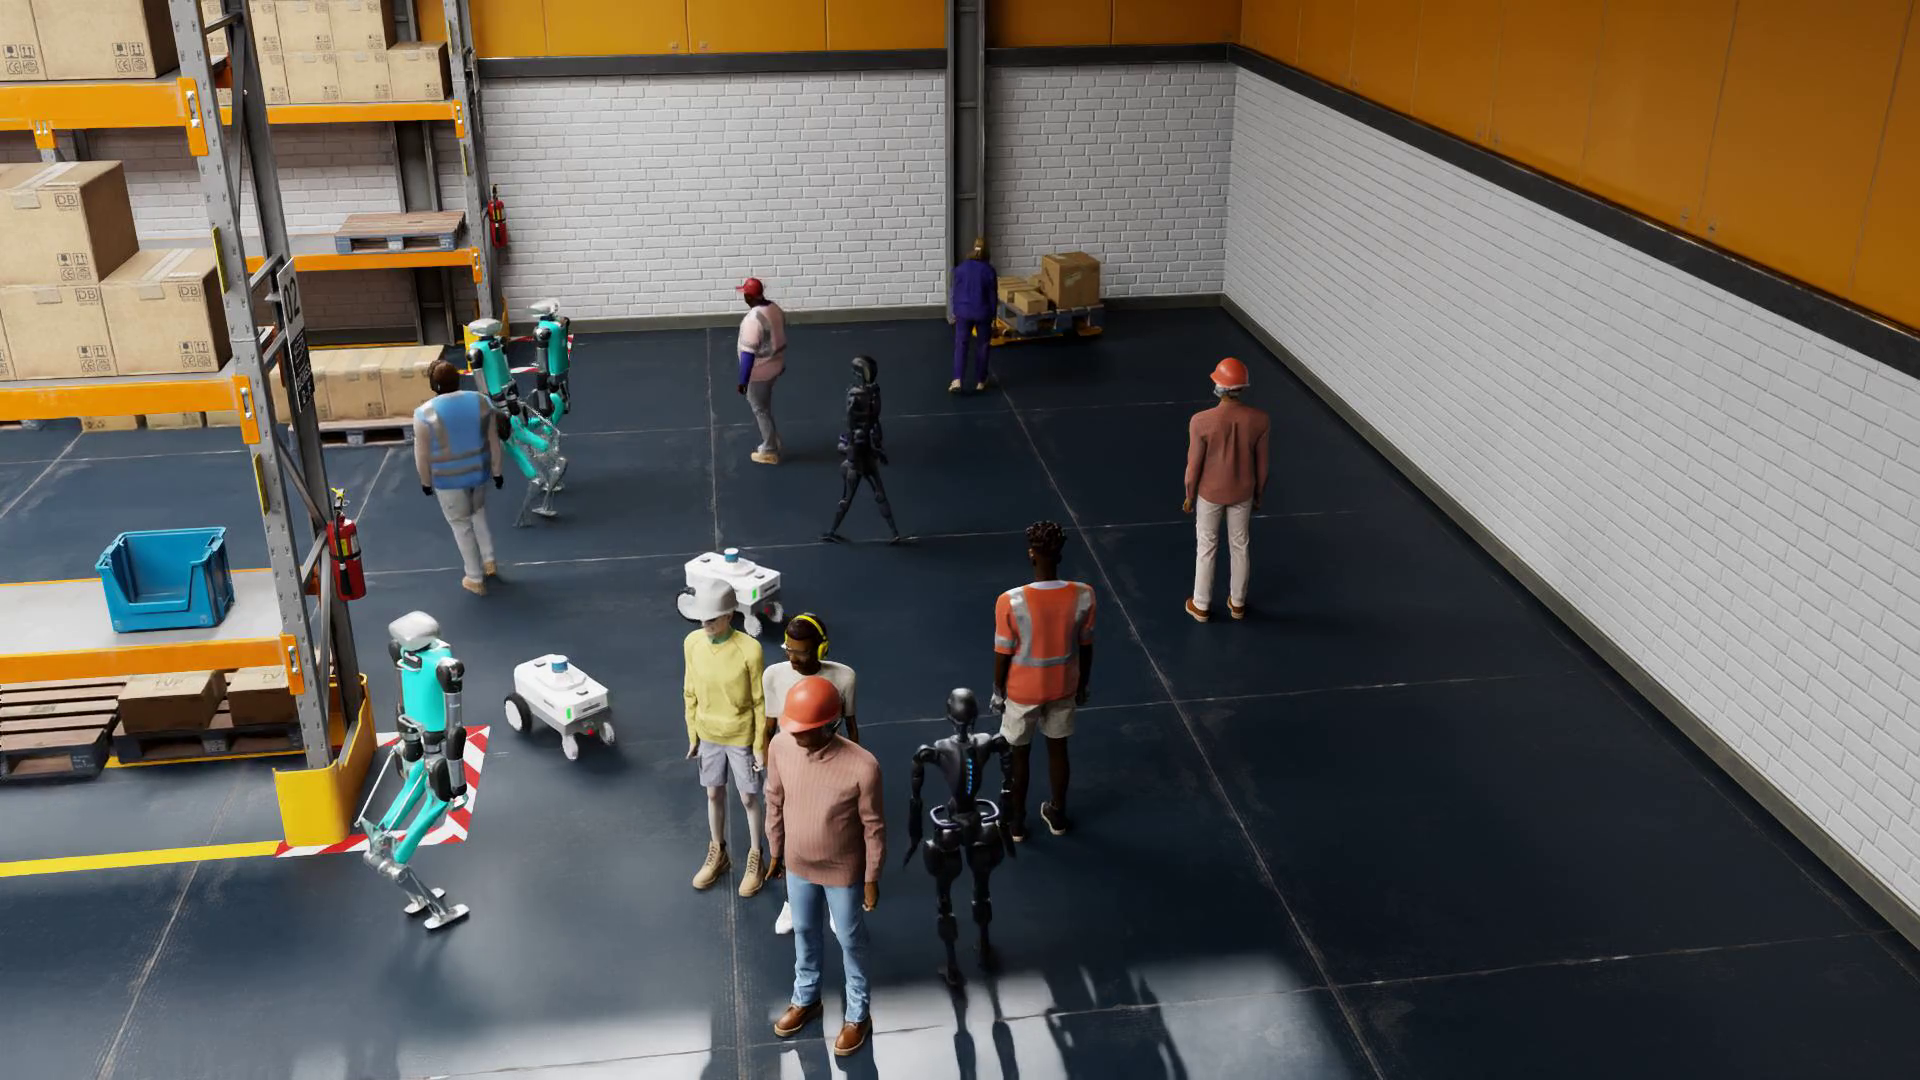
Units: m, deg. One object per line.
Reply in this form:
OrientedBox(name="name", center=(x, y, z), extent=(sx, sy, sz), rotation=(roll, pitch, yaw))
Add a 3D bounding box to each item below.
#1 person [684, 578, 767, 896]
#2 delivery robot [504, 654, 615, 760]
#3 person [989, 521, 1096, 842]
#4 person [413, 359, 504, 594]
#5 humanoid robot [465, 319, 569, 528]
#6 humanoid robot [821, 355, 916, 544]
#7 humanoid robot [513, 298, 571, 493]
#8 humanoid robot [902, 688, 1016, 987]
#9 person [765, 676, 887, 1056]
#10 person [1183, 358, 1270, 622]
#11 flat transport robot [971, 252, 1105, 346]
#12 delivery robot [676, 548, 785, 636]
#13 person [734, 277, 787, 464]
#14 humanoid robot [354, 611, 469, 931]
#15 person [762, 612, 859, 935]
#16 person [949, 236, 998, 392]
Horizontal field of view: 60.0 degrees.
OrientedBox(name="person", center=(-1.255, 1.054, 8.981), extent=(0.477, 1.889, 0.399), rotation=(7, 25, 16))
OrientedBox(name="delivery robot", center=(-2.567, 1.028, 10.712), extent=(0.499, 0.606, 0.805), rotation=(-21, 31, -39))
OrientedBox(name="person", center=(0.464, 0.815, 9.453), extent=(0.614, 1.951, 0.385), rotation=(-8, 25, -18))
OrientedBox(name="person", center=(-3.786, -0.478, 12.553), extent=(0.628, 1.822, 0.512), rotation=(-22, 32, -40))
OrientedBox(name="humanoid robot", center=(-3.571, -0.928, 13.727), extent=(0.835, 1.786, 0.549), rotation=(5, 24, 10))
OrientedBox(name="humanoid robot", center=(-0.760, -0.696, 13.280), extent=(0.783, 1.621, 0.590), rotation=(9, 25, 19))
OrientedBox(name="humanoid robot", center=(-3.662, -1.182, 14.291), extent=(0.711, 1.816, 0.548), rotation=(4, 24, 9))
OrientedBox(name="humanoid robot", center=(0.000, 1.473, 8.297), extent=(0.583, 1.664, 0.362), rotation=(-7, 25, -16))
OrientedBox(name="person", center=(-0.645, 1.517, 7.799), extent=(0.621, 1.989, 0.391), rotation=(11, 26, 24))
OrientedBox(name="person", center=(1.919, -0.357, 12.062), extent=(0.621, 1.994, 0.376), rotation=(-4, 24, -8))
OrientedBox(name="flat transport robot", center=(0.849, -2.451, 18.980), extent=(1.431, 0.231, 0.659), rotation=(-8, 25, -18))
OrientedBox(name="delivery robot", center=(-1.684, 0.355, 12.253), extent=(0.816, 0.612, 0.499), rotation=(15, 28, 30))
OrientedBox(name="person", center=(-1.811, -1.528, 15.047), extent=(0.460, 1.736, 0.659), rotation=(9, 25, 19))
OrientedBox(name="humanoid robot", center=(-2.887, 1.256, 8.630), extent=(0.530, 1.739, 0.691), rotation=(18, 30, 36))
OrientedBox(name="person", center=(-0.766, 1.218, 8.640), extent=(0.519, 1.863, 0.317), rotation=(0, 24, 0))
OrientedBox(name="person", center=(0.142, -2.285, 16.954), extent=(0.475, 1.591, 0.659), rotation=(4, 24, 10))
